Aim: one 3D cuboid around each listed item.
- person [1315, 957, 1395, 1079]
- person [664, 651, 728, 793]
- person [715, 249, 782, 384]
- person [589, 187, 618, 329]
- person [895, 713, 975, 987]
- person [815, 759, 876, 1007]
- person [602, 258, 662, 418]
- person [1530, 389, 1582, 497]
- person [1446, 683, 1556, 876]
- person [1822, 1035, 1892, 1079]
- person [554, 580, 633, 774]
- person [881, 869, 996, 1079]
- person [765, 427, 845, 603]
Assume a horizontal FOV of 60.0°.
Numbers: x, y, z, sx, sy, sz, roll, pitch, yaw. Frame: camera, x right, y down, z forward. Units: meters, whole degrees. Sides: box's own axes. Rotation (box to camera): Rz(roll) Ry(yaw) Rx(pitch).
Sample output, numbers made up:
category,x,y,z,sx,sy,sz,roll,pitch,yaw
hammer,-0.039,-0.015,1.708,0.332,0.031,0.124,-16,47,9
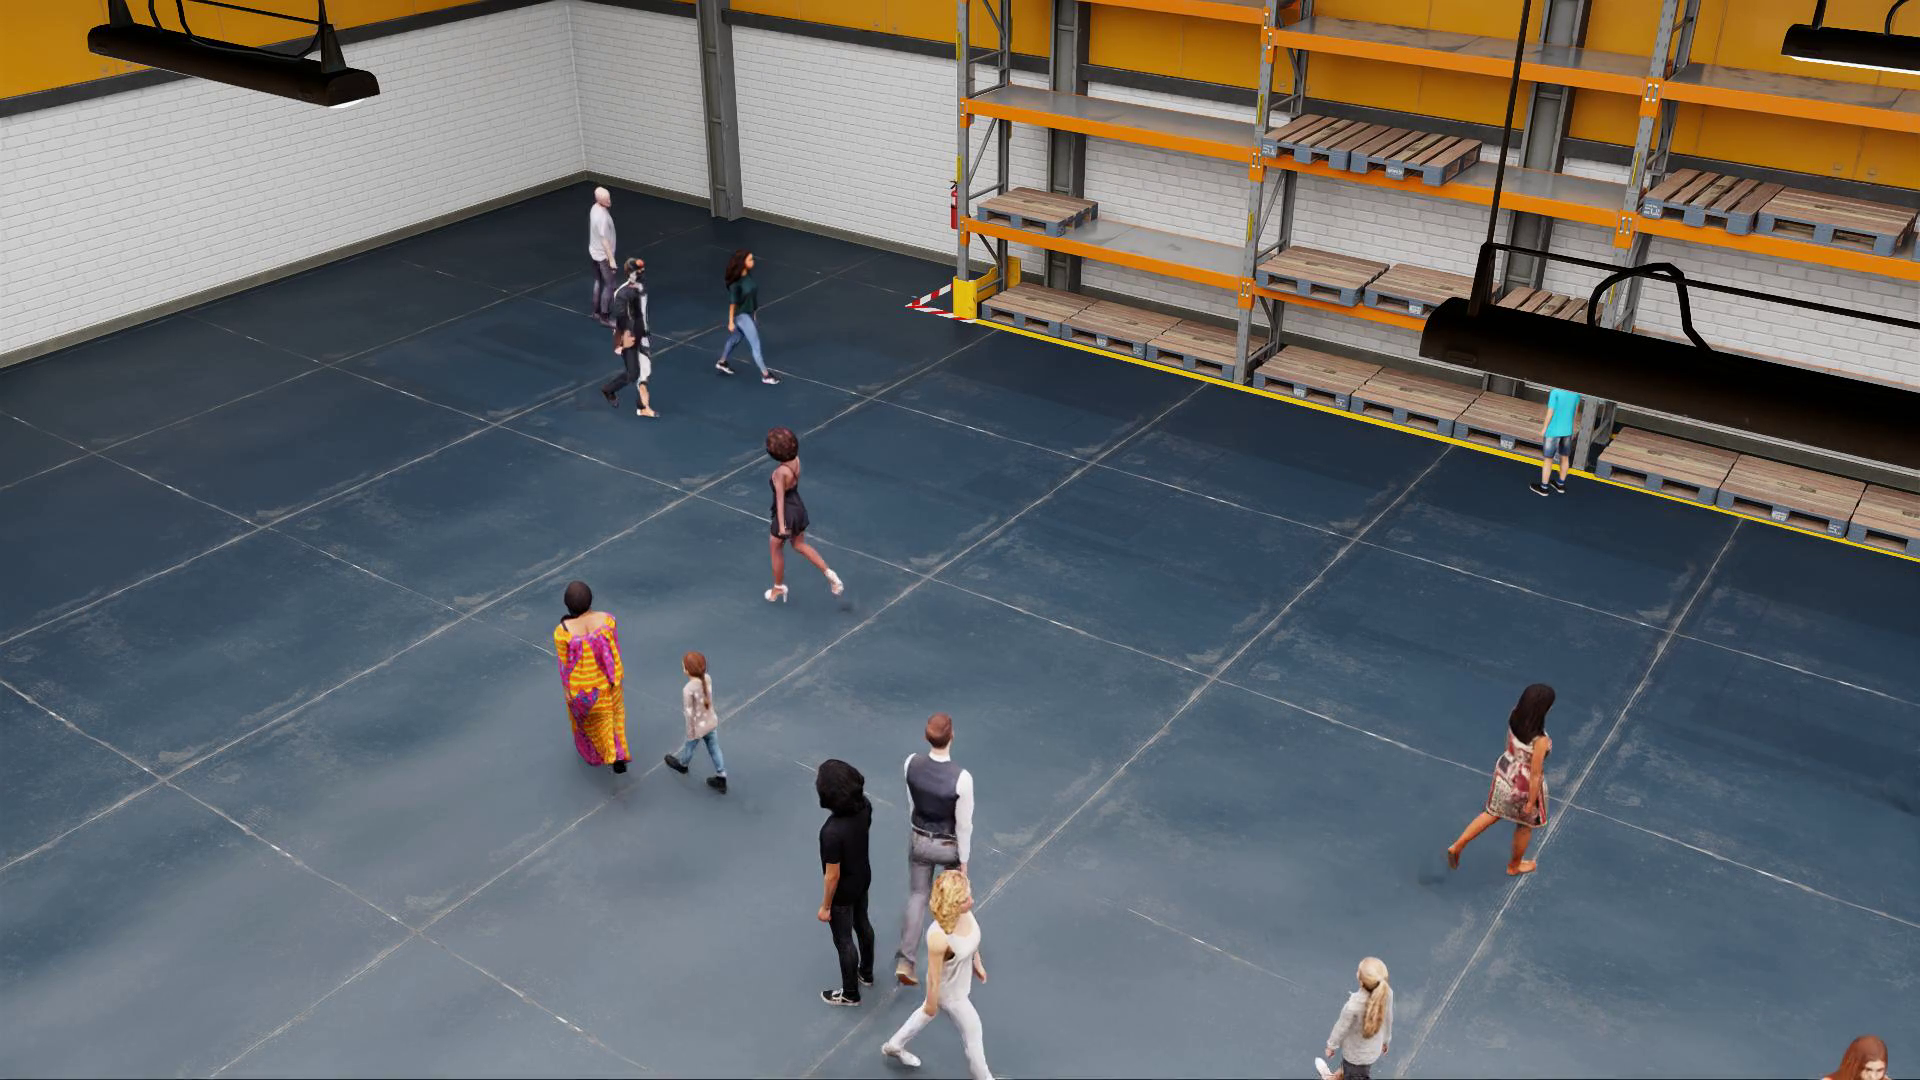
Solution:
category,x,y,z,sx,sy,sz,roll,pitch,yaw
person,2.342,2.957,9.568,0.740,1.248,0.913,-15,32,-26
person,-1.912,1.393,12.522,0.794,1.164,0.512,20,34,32
person,-2.599,-2.609,19.441,1.175,1.565,0.761,11,31,20
person,-4.558,-3.604,21.009,1.005,1.812,0.838,-16,33,-27
person,-0.191,1.988,10.645,1.144,1.918,0.890,11,30,19
person,-0.706,2.145,10.448,0.552,1.831,0.655,15,32,25
person,-3.702,-2.229,18.432,0.969,1.865,0.808,11,31,20
person,6.091,-1.142,16.873,0.601,1.448,0.646,-8,30,-14
person,3.782,1.687,11.496,1.041,1.631,1.021,-8,30,-14
person,4.527,3.176,8.681,0.679,1.714,0.780,1,29,2
person,-2.781,1.059,12.617,0.947,1.660,1.088,-12,31,-21
person,-0.143,2.590,9.846,1.175,1.628,0.853,7,29,13
person,-1.443,-0.181,14.782,1.026,1.765,0.676,12,31,21
